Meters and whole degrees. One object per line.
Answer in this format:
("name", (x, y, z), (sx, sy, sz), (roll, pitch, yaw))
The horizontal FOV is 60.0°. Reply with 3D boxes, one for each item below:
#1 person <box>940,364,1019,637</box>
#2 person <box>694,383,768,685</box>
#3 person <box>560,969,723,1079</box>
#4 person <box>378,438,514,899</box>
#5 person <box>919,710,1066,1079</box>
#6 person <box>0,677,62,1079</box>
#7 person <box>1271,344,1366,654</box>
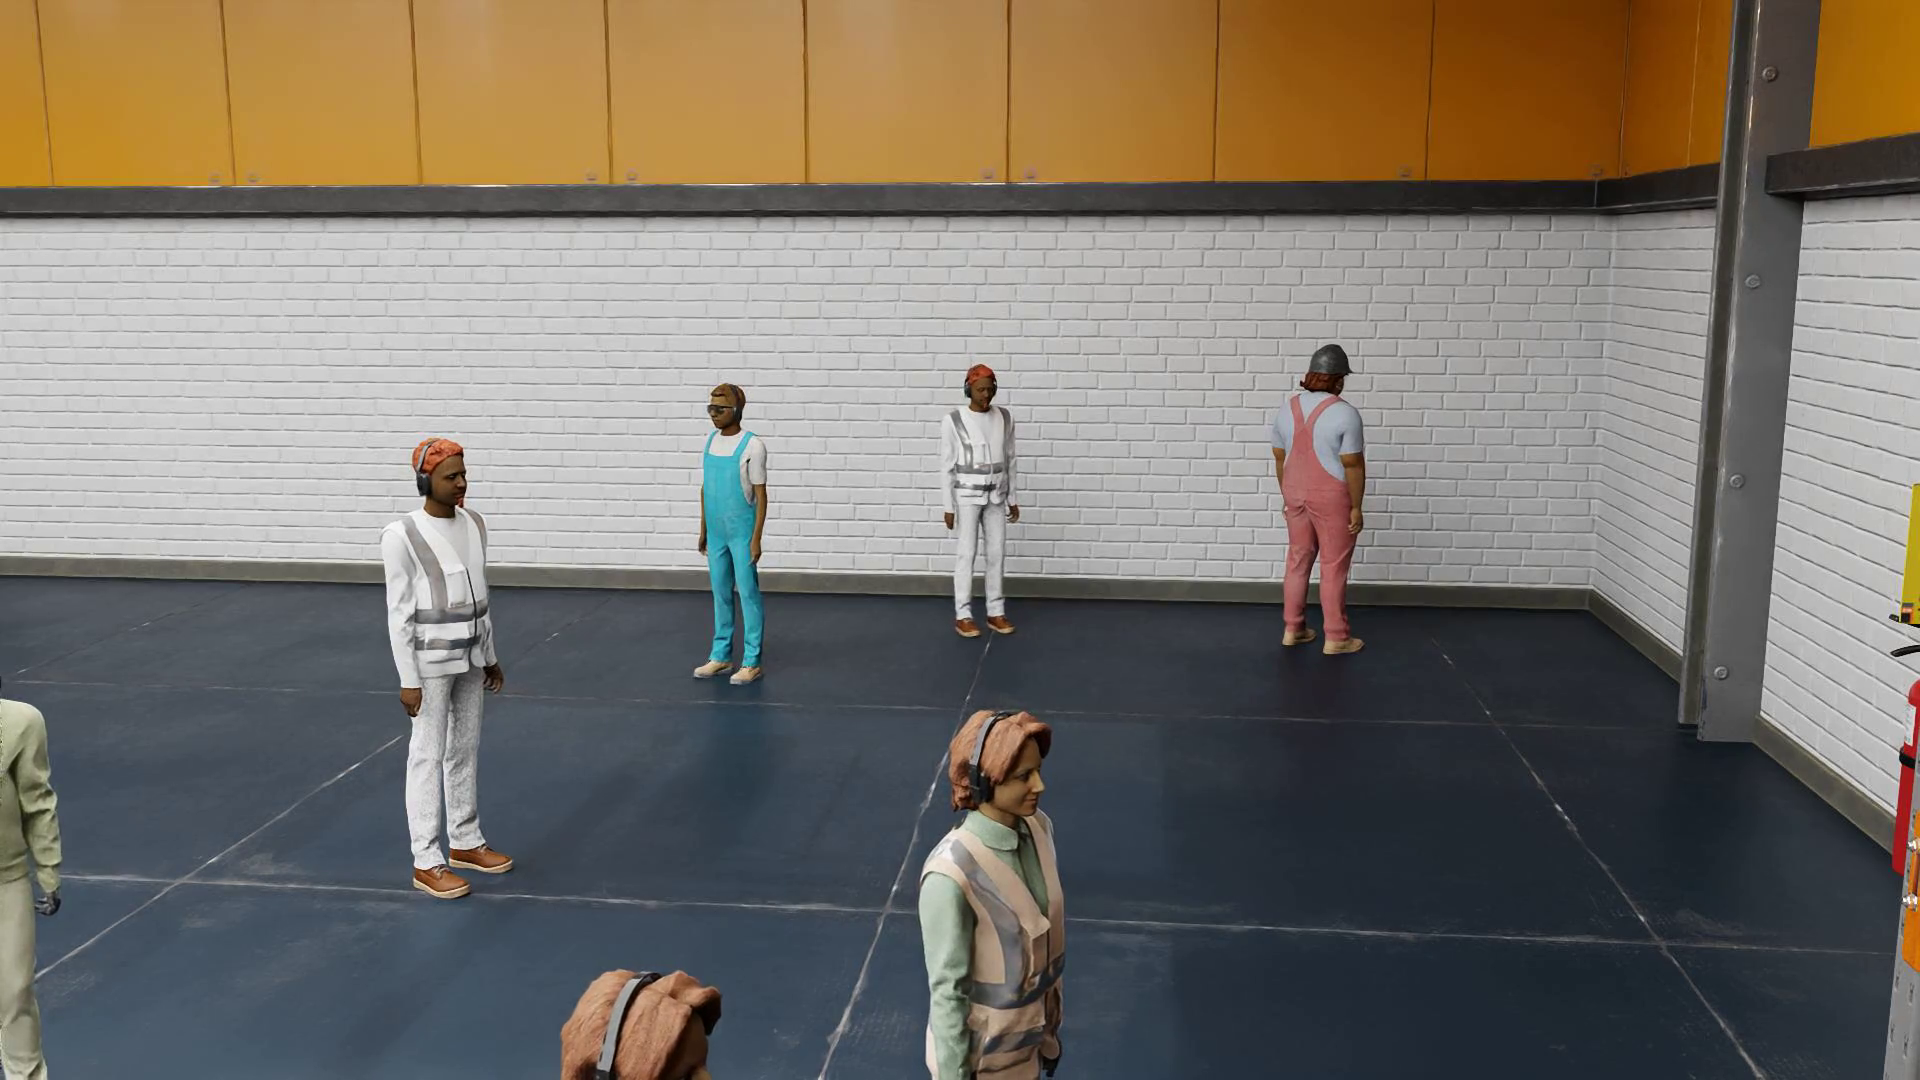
("person", (0.134, -0.271, 11.439), (0.585, 1.879, 0.355), (-6, 11, -29))
("person", (-1.401, -0.038, 10.186), (0.505, 1.847, 0.344), (7, 12, 34))
("person", (-0.463, 1.413, 2.468), (0.307, 1.639, 0.525), (2, 10, 9))
("person", (-2.121, 0.518, 6.903), (0.356, 1.883, 0.573), (4, 11, 22))
("person", (0.078, 1.183, 3.789), (0.307, 1.640, 0.520), (5, 11, 26))
("person", (-2.866, 1.014, 4.804), (0.504, 1.628, 0.278), (-9, 13, -41))
("person", (2.428, -0.279, 11.009), (0.539, 2.000, 0.689), (-8, 13, -39))
